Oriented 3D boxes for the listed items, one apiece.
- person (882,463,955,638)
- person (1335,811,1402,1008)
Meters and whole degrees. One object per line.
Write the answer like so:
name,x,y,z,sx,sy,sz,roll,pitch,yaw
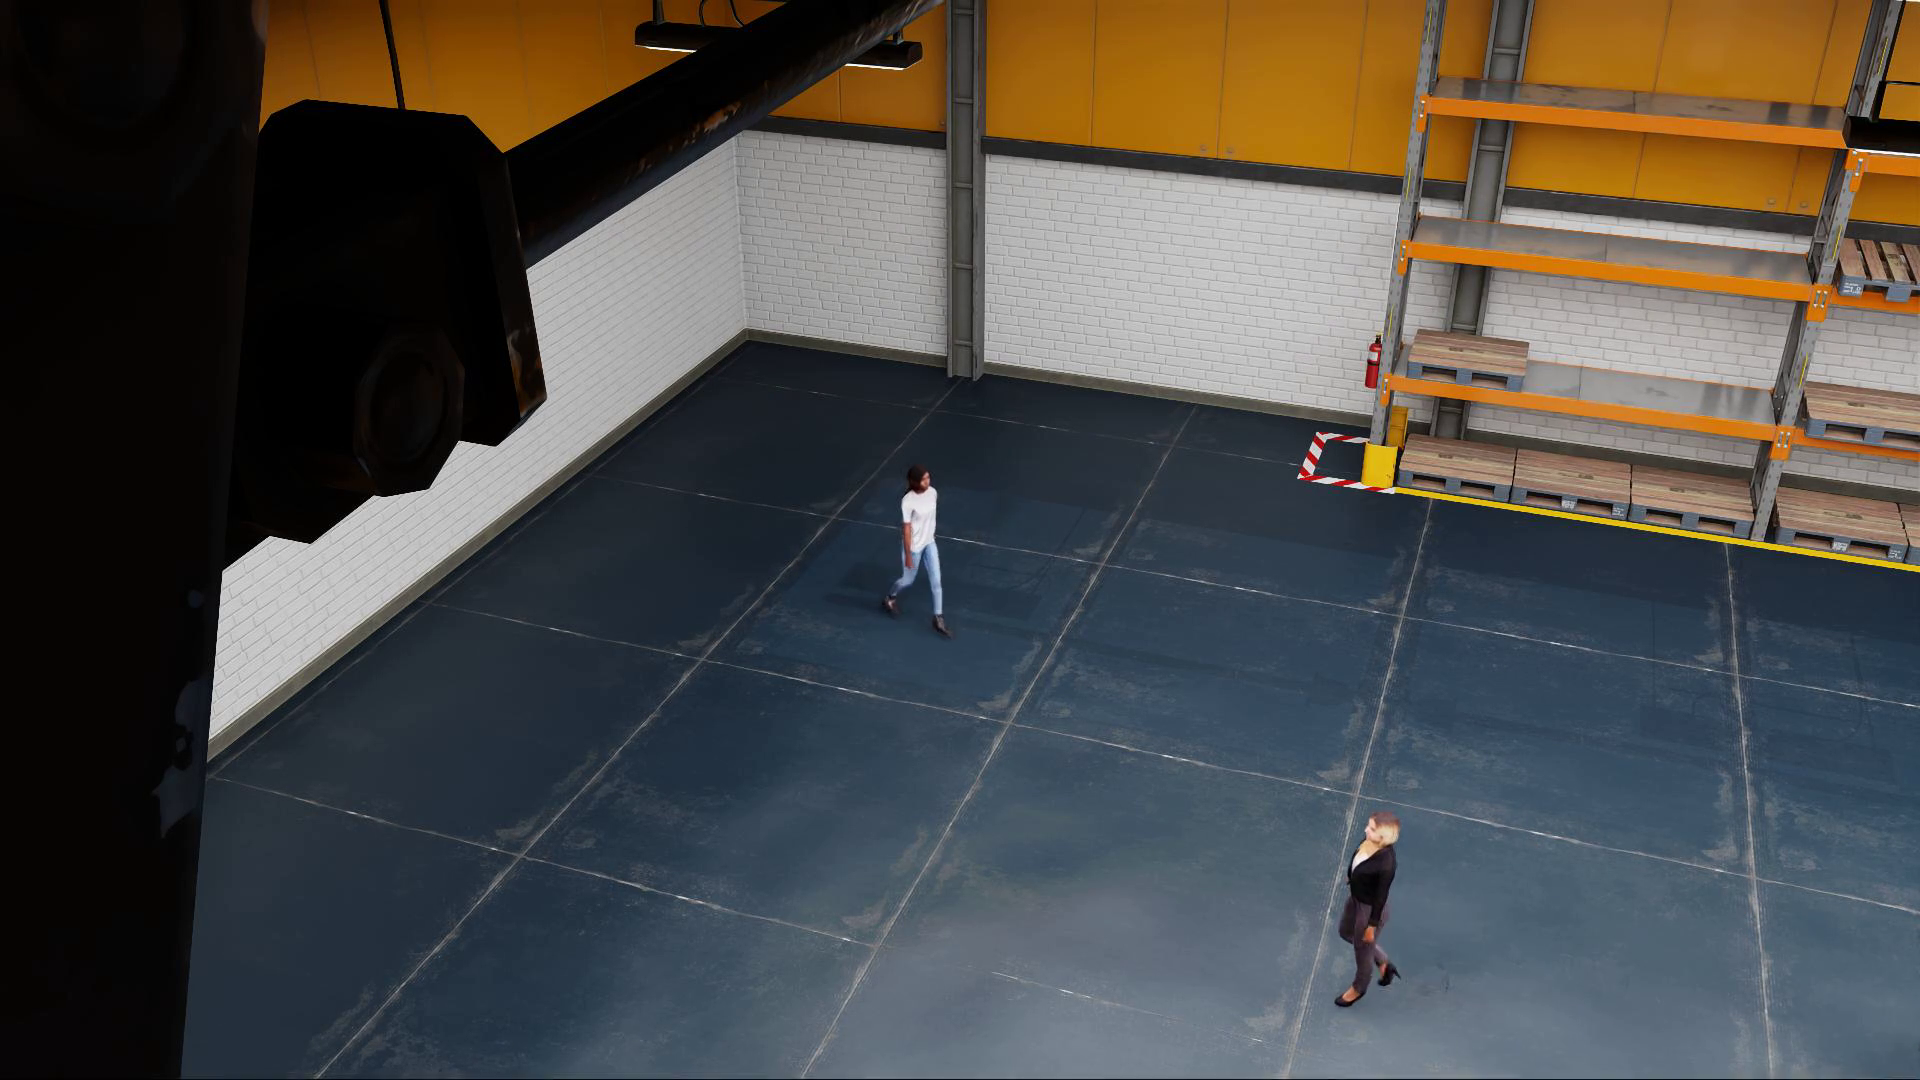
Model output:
person,-0.448,0.059,15.564,0.916,1.682,1.201,-26,38,-38
person,2.820,2.482,11.144,0.807,1.662,0.739,-1,29,-1
